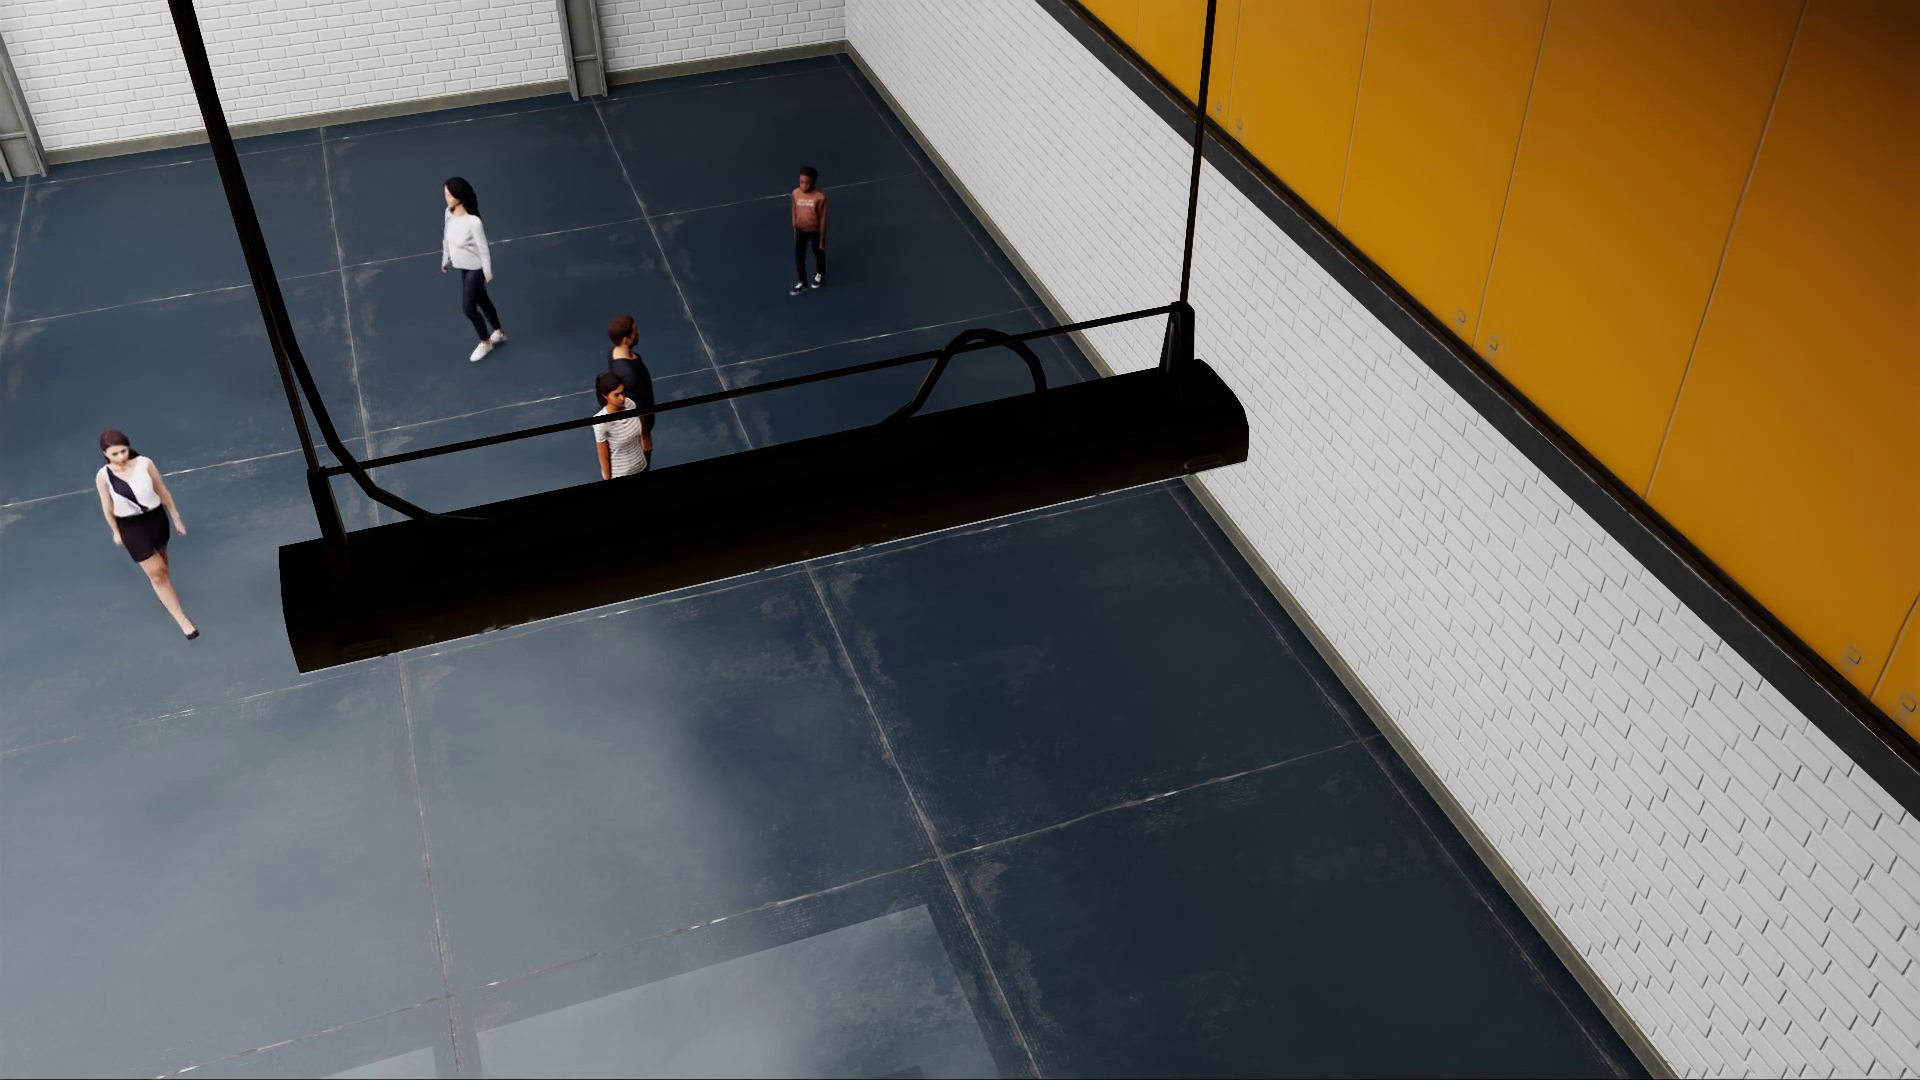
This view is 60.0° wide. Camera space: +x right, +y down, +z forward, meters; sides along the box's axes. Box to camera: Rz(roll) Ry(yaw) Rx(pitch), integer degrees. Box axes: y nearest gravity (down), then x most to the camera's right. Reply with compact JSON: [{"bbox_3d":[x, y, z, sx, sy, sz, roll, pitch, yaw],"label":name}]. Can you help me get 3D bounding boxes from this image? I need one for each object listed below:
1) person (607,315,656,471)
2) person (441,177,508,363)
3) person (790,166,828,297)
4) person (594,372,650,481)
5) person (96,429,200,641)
[{"bbox_3d":[-2.447,-0.856,12.443,0.565,1.851,0.645,-15,41,-18],"label":"person"},{"bbox_3d":[-4.185,-2.415,14.532,0.817,1.682,0.761,-31,48,-32],"label":"person"},{"bbox_3d":[-1.361,-2.935,15.536,0.736,1.241,0.786,12,40,14],"label":"person"},{"bbox_3d":[-2.462,-0.523,12.192,0.715,1.646,0.633,22,43,25],"label":"person"},{"bbox_3d":[-5.760,-0.120,11.712,1.037,1.614,0.900,-30,47,-32],"label":"person"}]
